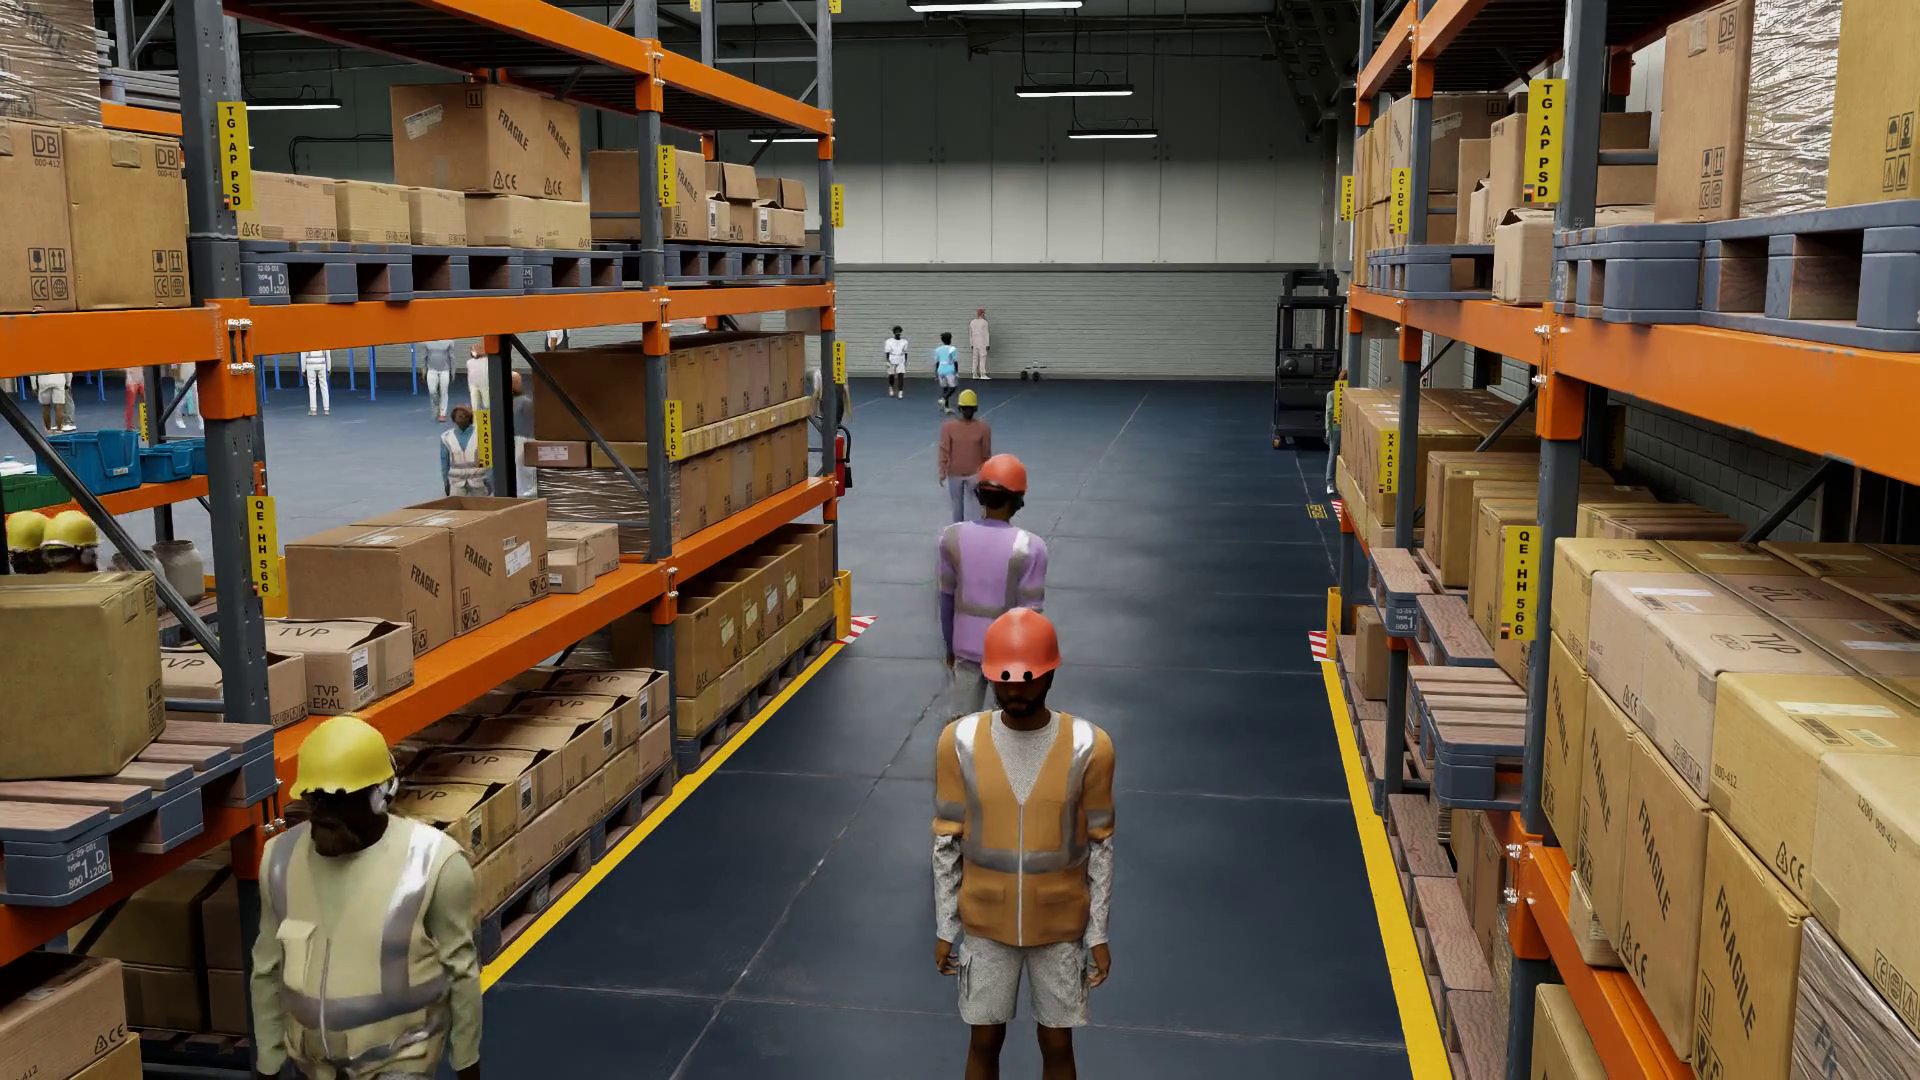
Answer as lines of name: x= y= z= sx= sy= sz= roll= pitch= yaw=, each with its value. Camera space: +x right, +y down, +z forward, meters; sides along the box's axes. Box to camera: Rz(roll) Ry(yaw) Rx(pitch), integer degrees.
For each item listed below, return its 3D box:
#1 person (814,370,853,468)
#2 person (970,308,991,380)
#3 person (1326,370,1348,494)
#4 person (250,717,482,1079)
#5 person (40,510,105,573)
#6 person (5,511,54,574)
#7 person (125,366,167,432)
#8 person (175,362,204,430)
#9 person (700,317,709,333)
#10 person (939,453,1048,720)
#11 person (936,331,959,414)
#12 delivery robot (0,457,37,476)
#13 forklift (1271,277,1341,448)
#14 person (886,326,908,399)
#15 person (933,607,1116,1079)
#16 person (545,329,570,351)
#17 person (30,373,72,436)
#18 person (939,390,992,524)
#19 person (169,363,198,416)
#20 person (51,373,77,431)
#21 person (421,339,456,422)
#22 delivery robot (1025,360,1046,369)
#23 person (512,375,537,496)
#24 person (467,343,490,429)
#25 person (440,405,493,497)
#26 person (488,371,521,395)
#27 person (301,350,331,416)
person: x=-1.815 y=-1.839 z=23.901 sx=0.519 sy=1.795 sz=0.974 roll=-5 pitch=10 yaw=-28
person: x=0.564 y=-5.248 z=44.598 sx=0.651 sy=1.906 sz=0.403 roll=9 pitch=13 yaw=44
person: x=5.042 y=-1.422 z=21.839 sx=0.501 sy=1.632 sz=0.280 roll=-1 pitch=9 yaw=-7
person: x=-1.572 y=1.315 z=4.496 sx=0.592 sy=1.797 sz=0.895 roll=2 pitch=9 yaw=12
person: x=-4.084 y=0.775 z=7.733 sx=0.613 sy=1.817 sz=0.473 roll=3 pitch=10 yaw=18
person: x=-4.422 y=0.715 z=8.273 sx=0.597 sy=1.777 sz=0.965 roll=6 pitch=11 yaw=31
person: x=-14.758 y=-2.798 z=29.993 sx=0.816 sy=1.731 sz=0.555 roll=2 pitch=9 yaw=13
person: x=-14.241 y=-2.952 z=30.684 sx=0.944 sy=1.834 sz=0.532 roll=6 pitch=11 yaw=33
person: x=-5.702 y=-4.080 z=37.354 sx=0.724 sy=1.923 sz=0.555 roll=-8 pitch=12 yaw=-42
person: x=0.142 y=0.559 z=8.510 sx=0.620 sy=2.008 sz=1.014 roll=4 pitch=10 yaw=21
person: x=-0.290 y=-3.411 z=33.921 sx=0.546 sy=1.684 sz=0.544 roll=7 pitch=12 yaw=38
delivery robot: x=-12.187 y=-0.828 z=21.336 sx=0.477 sy=0.478 sz=0.707 roll=2 pitch=10 yaw=14
forklift: x=5.847 y=-3.016 z=27.970 sx=1.129 sy=2.768 sz=1.873 roll=1 pitch=9 yaw=9
person: x=-1.454 y=-4.096 z=38.191 sx=0.530 sy=1.674 sz=0.740 roll=-1 pitch=9 yaw=-6
person: x=0.188 y=1.152 z=5.026 sx=0.552 sy=1.936 sz=0.360 roll=1 pitch=9 yaw=6
person: x=-9.572 y=-4.455 z=39.424 sx=0.538 sy=2.000 sz=0.689 roll=3 pitch=10 yaw=18
person: x=-15.567 y=-2.684 z=28.489 sx=0.620 sy=2.037 sz=0.659 roll=-5 pitch=10 yaw=-27
person: x=0.057 y=-0.656 z=16.834 sx=0.528 sy=1.730 sz=0.785 roll=0 pitch=9 yaw=3
person: x=-15.660 y=-3.412 z=33.479 sx=0.563 sy=1.840 sz=0.390 roll=1 pitch=9 yaw=9
person: x=-16.451 y=-2.955 z=30.418 sx=0.584 sy=1.918 sz=0.381 roll=7 pitch=12 yaw=37
person: x=-10.090 y=-3.251 z=32.214 sx=0.654 sy=1.925 sz=0.515 roll=-2 pitch=9 yaw=-14
delivery robot: x=2.015 y=-4.702 z=44.432 sx=0.335 sy=0.223 sz=0.698 roll=8 pitch=12 yaw=41
person: x=-5.708 y=-1.319 z=21.334 sx=0.518 sy=1.584 sz=0.852 roll=5 pitch=10 yaw=28
person: x=-8.700 y=-2.775 z=30.218 sx=0.510 sy=1.615 sz=0.619 roll=2 pitch=9 yaw=12
person: x=-4.895 y=-0.539 z=16.513 sx=0.516 sy=1.595 sz=0.855 roll=-2 pitch=9 yaw=-9
person: x=-6.889 y=-1.999 z=25.198 sx=0.540 sy=1.696 sz=0.317 roll=2 pitch=9 yaw=10
person: x=-13.061 y=-3.475 z=33.728 sx=0.583 sy=1.882 sz=0.338 roll=-6 pitch=11 yaw=-35
